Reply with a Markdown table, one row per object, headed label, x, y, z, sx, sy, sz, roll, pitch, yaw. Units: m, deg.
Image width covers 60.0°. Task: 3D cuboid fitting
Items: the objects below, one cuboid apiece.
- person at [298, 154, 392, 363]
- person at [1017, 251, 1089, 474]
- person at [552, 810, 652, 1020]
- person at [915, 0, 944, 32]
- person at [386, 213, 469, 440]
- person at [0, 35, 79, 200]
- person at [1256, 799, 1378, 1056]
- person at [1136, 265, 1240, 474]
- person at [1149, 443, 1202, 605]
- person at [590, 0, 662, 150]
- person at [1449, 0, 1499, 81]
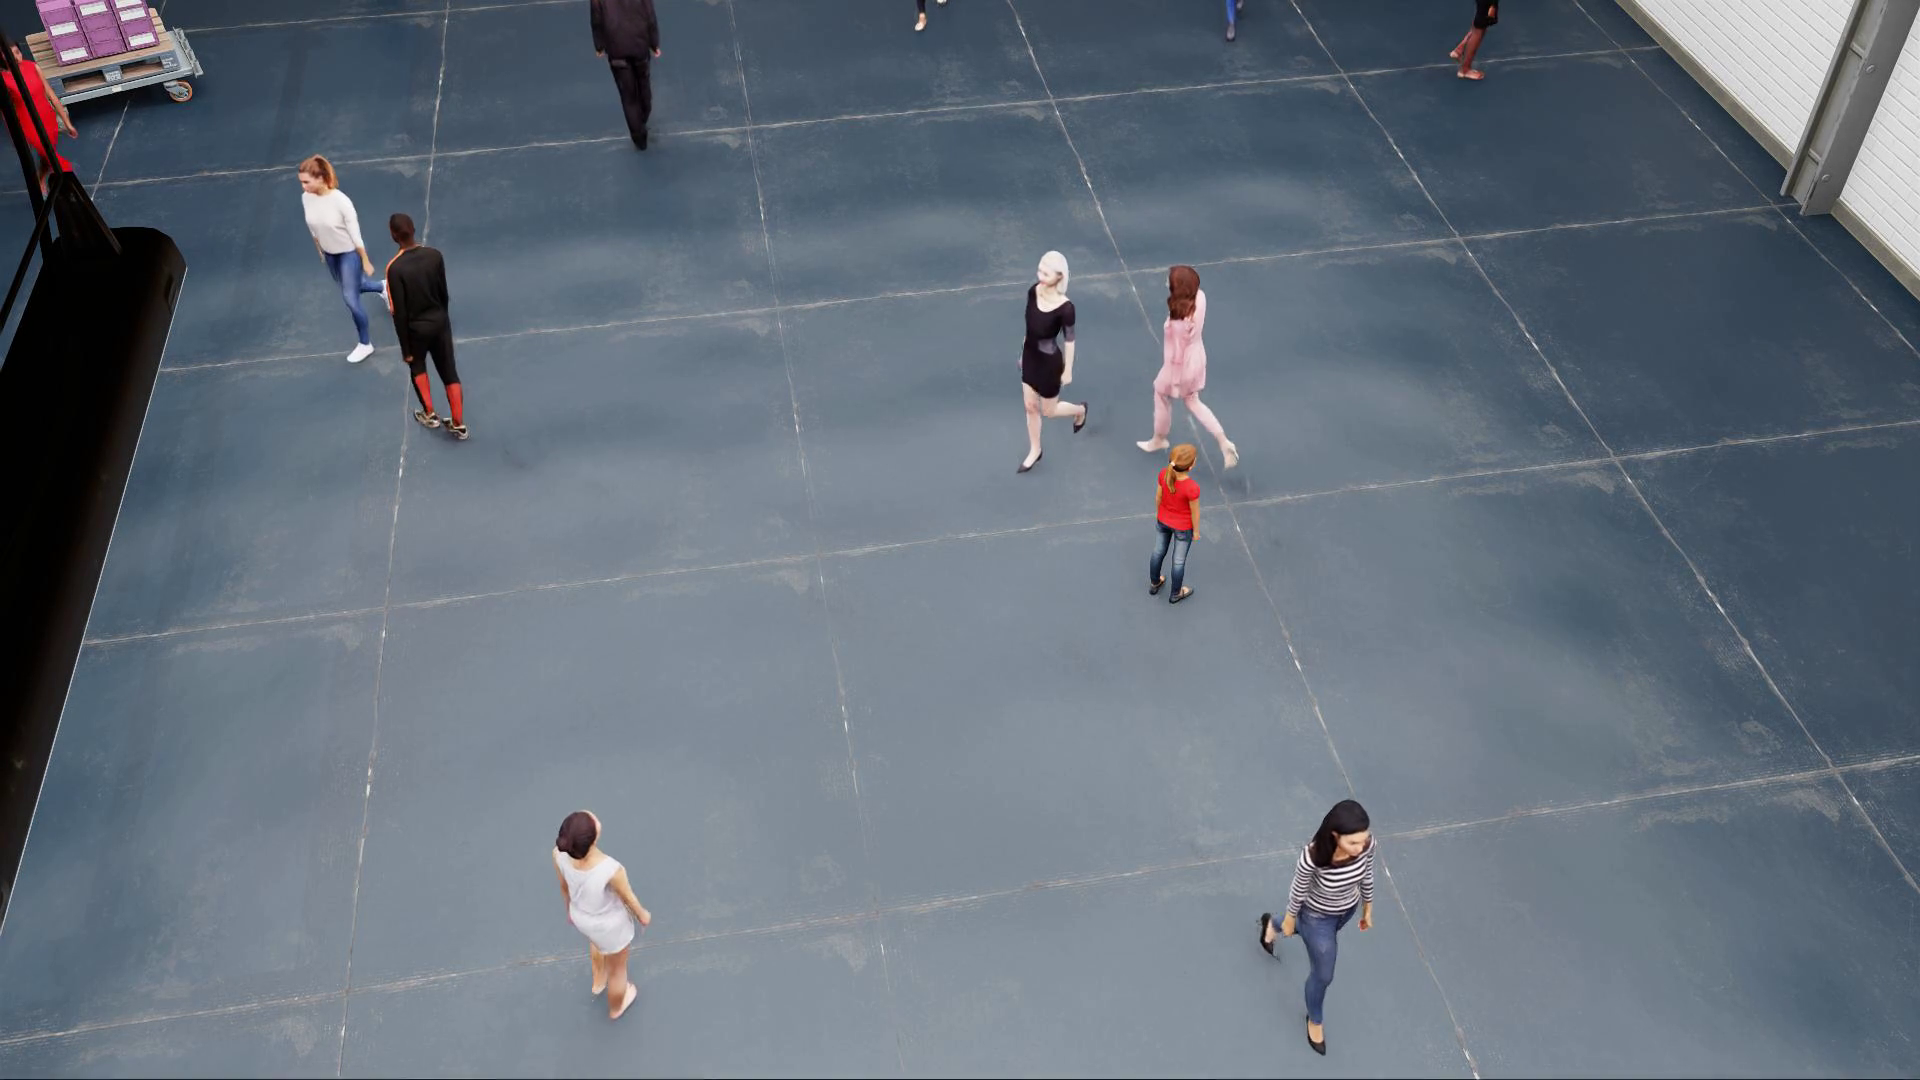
| label | x | y | z | sx | sy | sz | roll | pitch | yaw |
| --- | --- | --- | --- | --- | --- | --- | --- | --- | --- |
| person | -4.744 | -2.270 | 12.965 | 0.992 | 1.701 | 1.135 | 14 | 45 | 15 |
| person | 0.660 | -1.285 | 11.849 | 0.932 | 1.815 | 0.942 | -33 | 53 | -30 |
| person | -1.888 | 1.995 | 8.567 | 0.669 | 1.591 | 0.718 | 19 | 47 | 19 |
| person | -0.308 | -6.182 | 17.022 | 0.829 | 1.769 | 1.086 | 9 | 44 | 9 |
| person | -3.823 | -1.488 | 12.087 | 0.908 | 1.779 | 0.853 | 34 | 53 | 31 |
| person | -7.966 | -3.544 | 14.302 | 1.024 | 1.702 | 1.090 | 17 | 46 | 17 |
| person | 1.843 | 1.856 | 8.585 | 0.775 | 1.769 | 1.084 | -18 | 46 | -18 |
| person | 1.662 | -1.179 | 11.774 | 1.107 | 1.764 | 1.079 | 24 | 49 | 23 |
| person | 1.418 | -0.118 | 10.989 | 0.575 | 1.310 | 0.640 | 29 | 51 | 27 |
| person | -3.003 | -4.414 | 15.135 | 0.854 | 1.811 | 1.055 | -14 | 45 | -14 |
| person | 5.006 | -5.291 | 16.126 | 0.779 | 1.715 | 0.667 | 4 | 44 | 5 |
